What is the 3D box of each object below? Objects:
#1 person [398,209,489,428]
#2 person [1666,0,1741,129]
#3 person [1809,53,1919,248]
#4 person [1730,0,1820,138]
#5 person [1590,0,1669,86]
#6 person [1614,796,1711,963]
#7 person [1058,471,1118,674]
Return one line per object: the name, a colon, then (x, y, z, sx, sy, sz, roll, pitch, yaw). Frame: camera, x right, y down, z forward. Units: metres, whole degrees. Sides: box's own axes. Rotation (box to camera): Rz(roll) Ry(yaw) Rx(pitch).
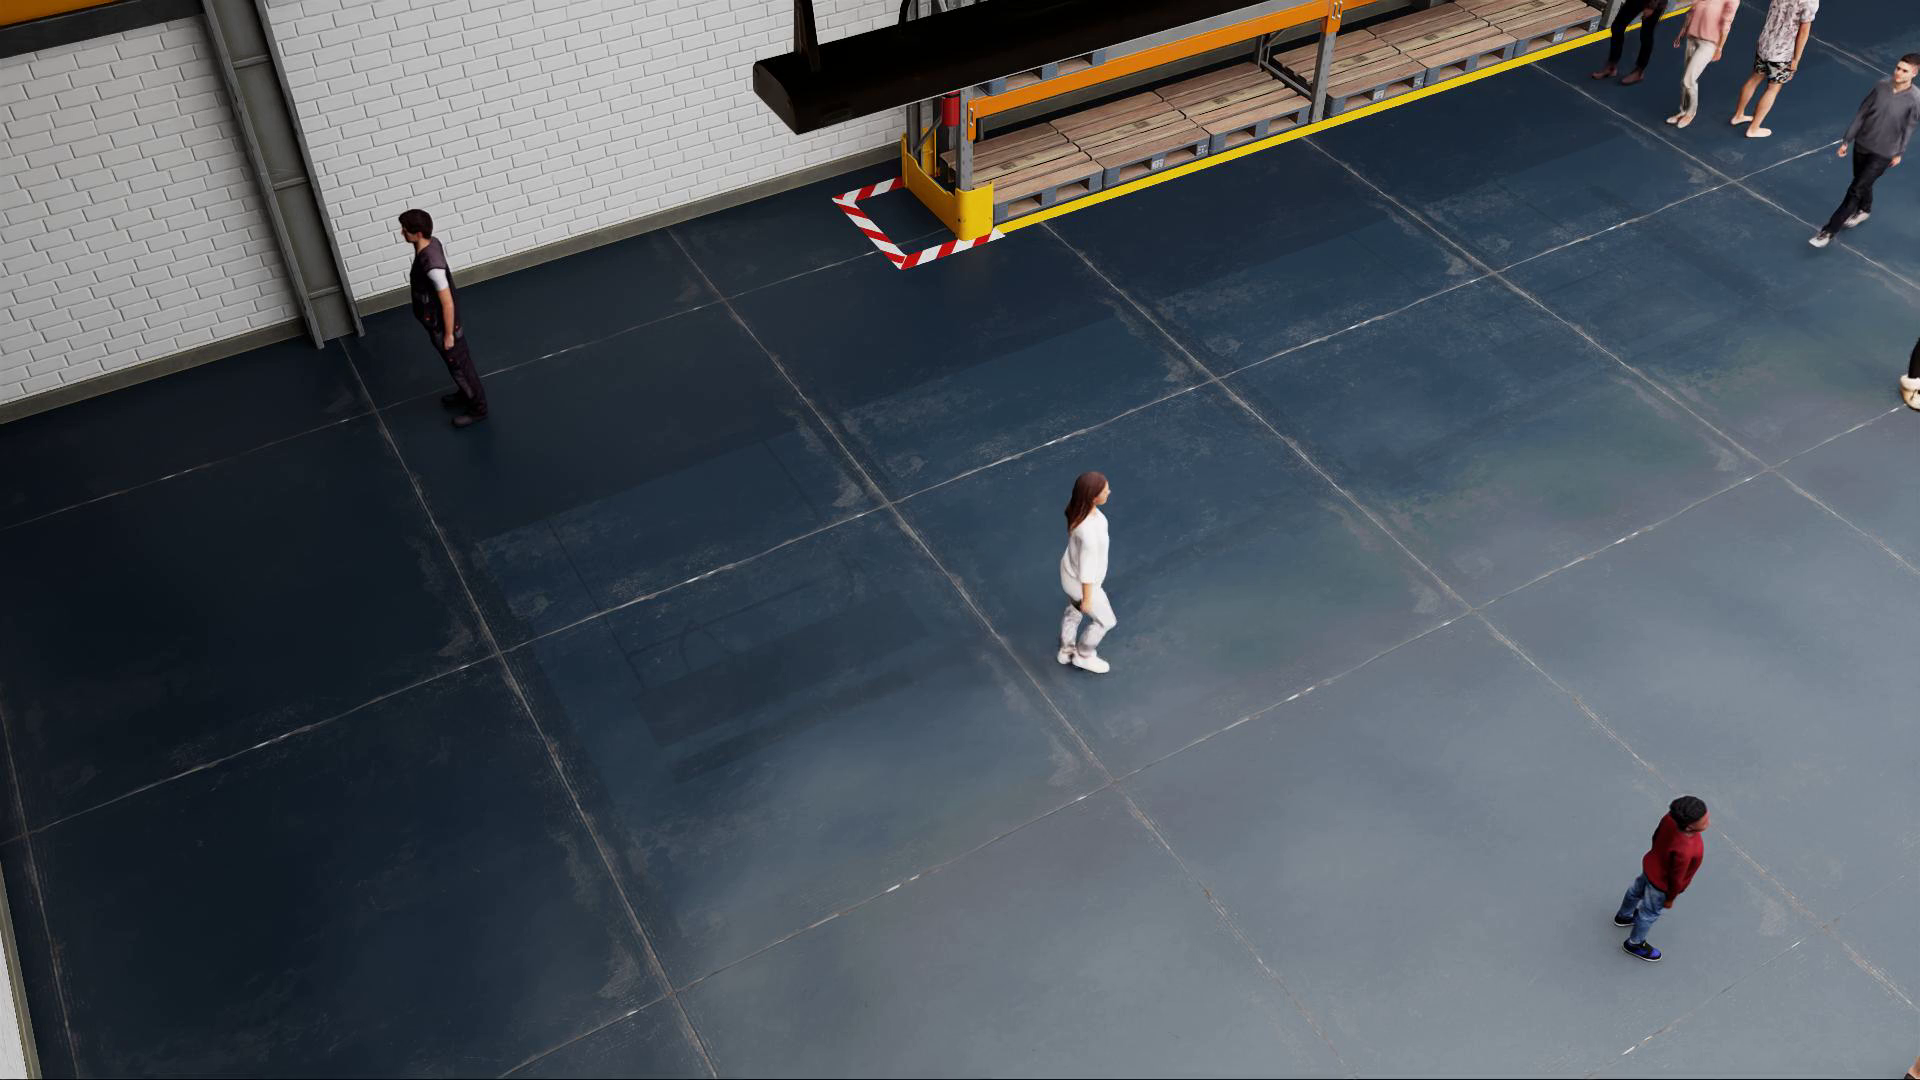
person: (-3.880, -1.681, 12.500, 0.596, 1.848, 0.677, -18, 46, -18)
person: (7.136, -4.763, 15.830, 0.618, 1.716, 0.634, -16, 46, -16)
person: (7.956, -3.397, 14.402, 1.160, 1.708, 0.704, -26, 49, -25)
person: (7.710, -4.673, 15.668, 0.626, 1.809, 0.709, -15, 46, -15)
person: (6.855, -5.349, 16.373, 0.780, 1.816, 0.737, -17, 46, -17)
person: (3.901, 1.840, 9.233, 0.622, 1.256, 0.585, 3, 44, 3)
person: (0.722, 0.228, 10.617, 0.726, 1.681, 0.724, -5, 44, -5)
